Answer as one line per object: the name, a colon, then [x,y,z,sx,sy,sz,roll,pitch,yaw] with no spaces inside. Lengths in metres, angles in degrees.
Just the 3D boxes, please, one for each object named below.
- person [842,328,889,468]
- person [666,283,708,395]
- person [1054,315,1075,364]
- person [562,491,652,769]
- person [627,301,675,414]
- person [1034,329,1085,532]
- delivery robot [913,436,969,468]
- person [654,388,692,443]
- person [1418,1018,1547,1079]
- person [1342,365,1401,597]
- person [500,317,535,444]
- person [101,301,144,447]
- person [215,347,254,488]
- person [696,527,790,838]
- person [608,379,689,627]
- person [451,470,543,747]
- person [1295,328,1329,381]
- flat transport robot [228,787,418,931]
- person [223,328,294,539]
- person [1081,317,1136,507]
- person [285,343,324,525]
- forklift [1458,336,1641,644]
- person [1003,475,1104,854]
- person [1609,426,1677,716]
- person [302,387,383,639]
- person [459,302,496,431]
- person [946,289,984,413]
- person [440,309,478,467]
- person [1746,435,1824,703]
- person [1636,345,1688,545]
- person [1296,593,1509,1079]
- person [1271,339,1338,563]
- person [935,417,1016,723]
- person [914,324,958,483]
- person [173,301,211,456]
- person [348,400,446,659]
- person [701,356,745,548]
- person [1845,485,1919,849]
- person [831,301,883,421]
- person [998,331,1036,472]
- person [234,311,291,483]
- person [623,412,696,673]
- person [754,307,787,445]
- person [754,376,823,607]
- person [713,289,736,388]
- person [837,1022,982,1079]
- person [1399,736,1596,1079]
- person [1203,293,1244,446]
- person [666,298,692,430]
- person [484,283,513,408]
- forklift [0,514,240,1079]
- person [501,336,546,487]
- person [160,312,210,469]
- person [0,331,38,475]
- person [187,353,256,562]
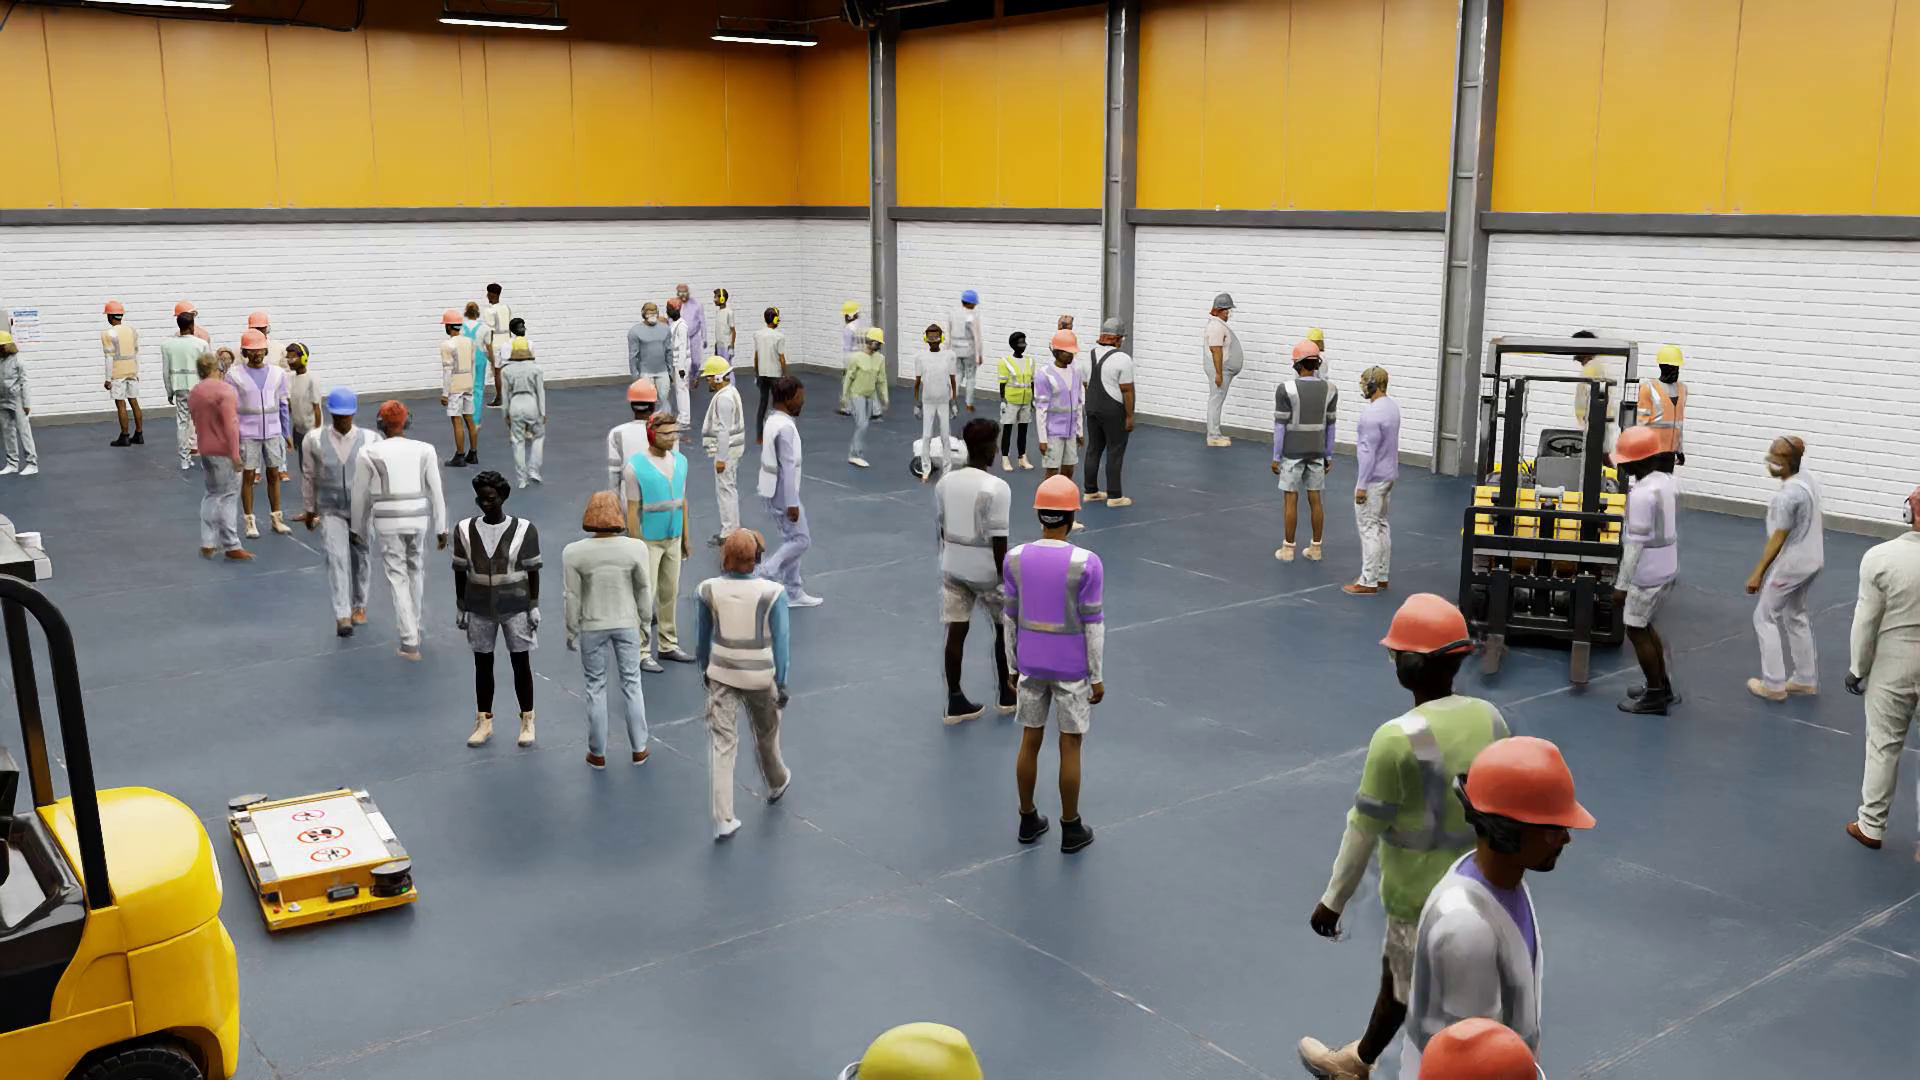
person: [-1.174,-1.752,20.458,0.545,1.713,0.585,-11,16,-43]
person: [-4.596,-3.384,27.977,0.682,1.879,0.700,-3,12,-12]
person: [1.490,-2.391,23.762,0.306,1.637,0.523,0,12,2]
person: [-2.045,0.524,9.694,0.507,1.631,0.266,-4,12,-17]
person: [-4.119,-2.222,22.245,0.637,1.930,0.373,-8,14,-35]
person: [1.004,-1.058,16.388,0.611,2.030,0.410,-11,16,-42]
delivery robot: [-0.183,-1.067,19.769,0.707,0.478,0.477,3,12,13]
person: [-4.088,-2.089,22.449,0.856,1.587,0.505,-1,12,-6]
person: [0.994,1.776,3.352,0.324,1.752,0.561,-9,15,-36]
person: [3.466,-0.494,13.905,0.374,1.929,0.635,7,14,30]
person: [-5.939,-2.152,22.458,0.318,1.700,0.535,9,15,37]
person: [-11.194,-2.215,22.183,0.362,1.938,0.545,4,12,19]
person: [-8.295,-1.380,18.901,0.508,1.629,0.317,-8,14,-35]
person: [-1.141,0.718,8.836,0.538,1.585,0.851,2,12,10]
person: [-2.428,-0.307,13.052,0.560,1.903,0.819,2,12,8]
person: [-2.794,0.416,10.061,0.540,1.696,0.314,0,12,-1]
person: [4.279,-1.708,20.227,0.333,1.735,0.489,-10,15,-39]
flat transport robot: [-3.170,1.518,8.201,0.652,0.197,1.431,-7,13,-29]
person: [-6.833,-1.041,16.254,0.605,2.045,0.382,-10,15,-40]
person: [1.643,-1.402,18.007,0.537,2.000,0.692,-9,15,-37]
person: [-6.644,-1.079,16.918,0.517,1.855,0.348,9,15,38]
forklift: [4.683,-0.471,13.136,1.214,2.155,2.313,4,12,20]
person: [0.485,0.629,8.478,0.545,1.929,0.389,6,13,27]
person: [4.360,0.201,10.631,0.475,1.890,0.617,9,14,36]
person: [-4.640,-0.210,12.603,0.627,1.888,0.996,-4,12,-20]
person: [-6.945,-2.502,23.854,0.552,1.812,0.836,-1,12,-7]
person: [0.086,-2.891,25.512,0.636,1.910,0.454,8,14,35]
person: [-6.199,-1.868,20.508,0.356,1.938,0.543,5,13,24]
person: [5.410,0.197,10.872,0.446,1.801,0.557,11,16,43]
person: [6.668,-0.891,15.812,0.588,1.927,0.370,-6,13,-25]
person: [1.482,1.161,5.732,0.613,2.004,0.976,-10,15,-40]
person: [3.117,-0.803,15.147,0.601,2.035,0.408,-3,12,-16]
person: [0.190,0.175,10.616,0.634,1.940,0.789,10,15,41]
person: [-0.279,-1.579,19.313,0.510,1.861,0.324,0,12,-1]
person: [-9.891,-2.082,21.442,0.410,1.982,0.626,3,12,12]
person: [-4.138,-0.098,12.179,0.606,1.846,0.882,-9,15,-38]
person: [-2.253,-0.844,15.857,0.403,1.818,0.606,-1,12,-3]
person: [4.849,0.649,8.446,0.638,1.902,0.406,3,12,16]
person: [-1.497,-2.643,24.649,0.876,1.784,0.603,5,13,23]
person: [0.694,-1.677,20.165,0.535,1.700,0.318,-7,14,-32]
person: [-8.094,-1.658,19.353,0.610,1.996,0.379,-5,13,-24]
person: [-2.132,0.006,11.707,0.389,1.837,0.562,8,14,33]
person: [-2.529,-2.173,22.191,0.528,1.855,0.324,6,13,29]
person: [-1.405,-0.371,13.353,0.523,1.898,0.619,-3,12,-14]
person: [-3.754,-3.055,26.414,0.312,1.865,0.536,-9,15,-37]
person: [-0.093,1.776,3.180,0.403,1.826,0.586,2,12,8]
person: [1.350,1.467,4.309,1.066,1.990,0.614,7,14,31]
person: [3.525,-2.286,22.274,0.538,2.000,0.689,2,12,8]
person: [-4.017,-2.506,23.737,0.358,1.880,0.575,-4,12,-20]
person: [-7.283,-3.062,26.202,0.367,1.966,0.603,4,12,20]
forklift: [-3.687,1.115,5.480,2.313,2.155,1.214,-9,15,-36]
person: [-5.007,-1.473,19.107,0.506,1.722,0.453,0,12,-2]
person: [-9.413,-1.821,20.330,0.596,1.916,0.372,0,12,-1]
person: [-11.344,-1.632,19.873,0.489,1.737,0.321,3,12,15]
person: [-6.773,-0.746,15.225,0.739,1.894,0.370,9,15,36]
